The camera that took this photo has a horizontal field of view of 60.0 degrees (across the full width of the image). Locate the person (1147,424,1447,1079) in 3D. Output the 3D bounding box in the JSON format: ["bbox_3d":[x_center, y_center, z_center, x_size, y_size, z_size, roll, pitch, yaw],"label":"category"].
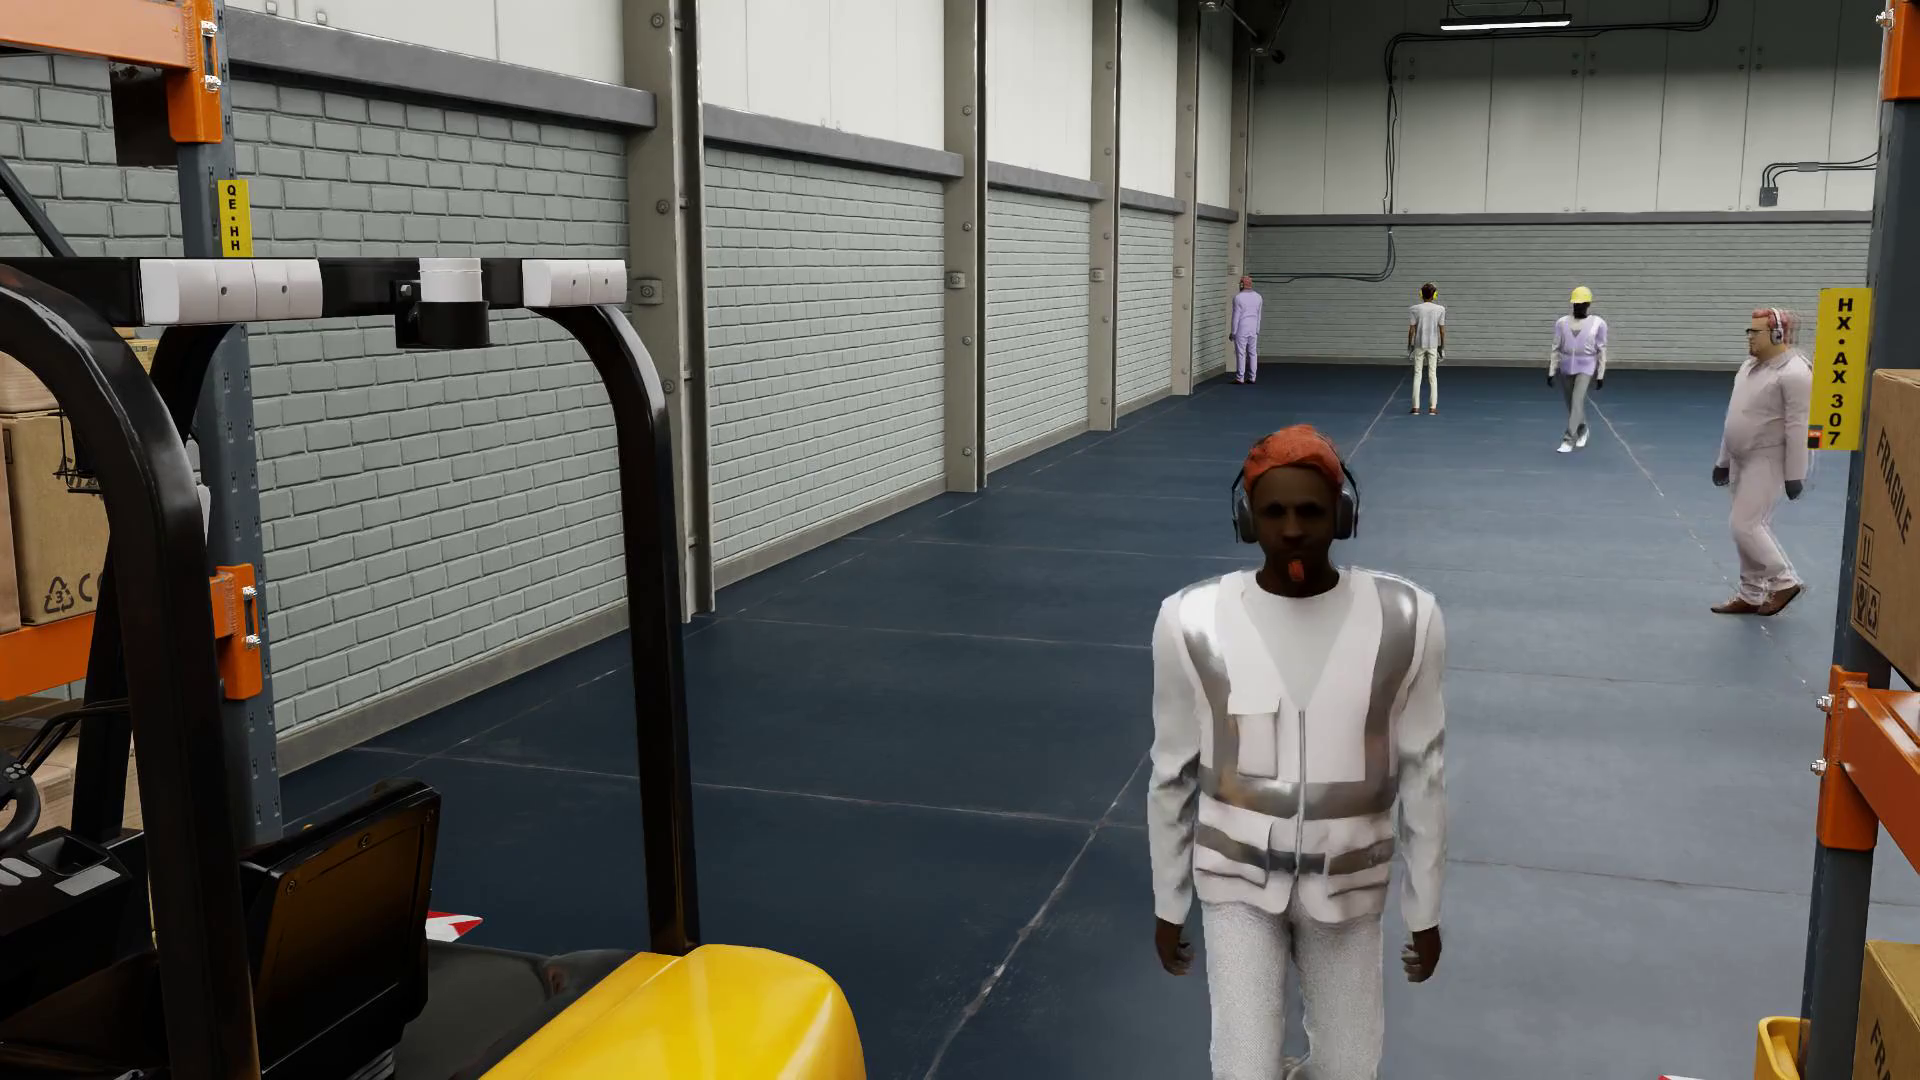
[{"bbox_3d":[0.670,0.685,3.384,0.587,1.863,0.691,1,10,8],"label":"person"}]

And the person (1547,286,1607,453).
[{"bbox_3d":[7.124,-1.971,19.140,0.594,1.897,0.934,9,13,42],"label":"person"}]

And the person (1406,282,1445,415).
[{"bbox_3d":[6.598,-2.707,23.570,0.534,1.869,0.315,2,10,11],"label":"person"}]

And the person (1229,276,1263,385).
[{"bbox_3d":[5.004,-3.689,29.304,0.639,1.910,0.406,-6,11,-31],"label":"person"}]

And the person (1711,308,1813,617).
[{"bbox_3d":[4.845,-0.461,10.129,0.432,1.892,0.651,0,10,1],"label":"person"}]
